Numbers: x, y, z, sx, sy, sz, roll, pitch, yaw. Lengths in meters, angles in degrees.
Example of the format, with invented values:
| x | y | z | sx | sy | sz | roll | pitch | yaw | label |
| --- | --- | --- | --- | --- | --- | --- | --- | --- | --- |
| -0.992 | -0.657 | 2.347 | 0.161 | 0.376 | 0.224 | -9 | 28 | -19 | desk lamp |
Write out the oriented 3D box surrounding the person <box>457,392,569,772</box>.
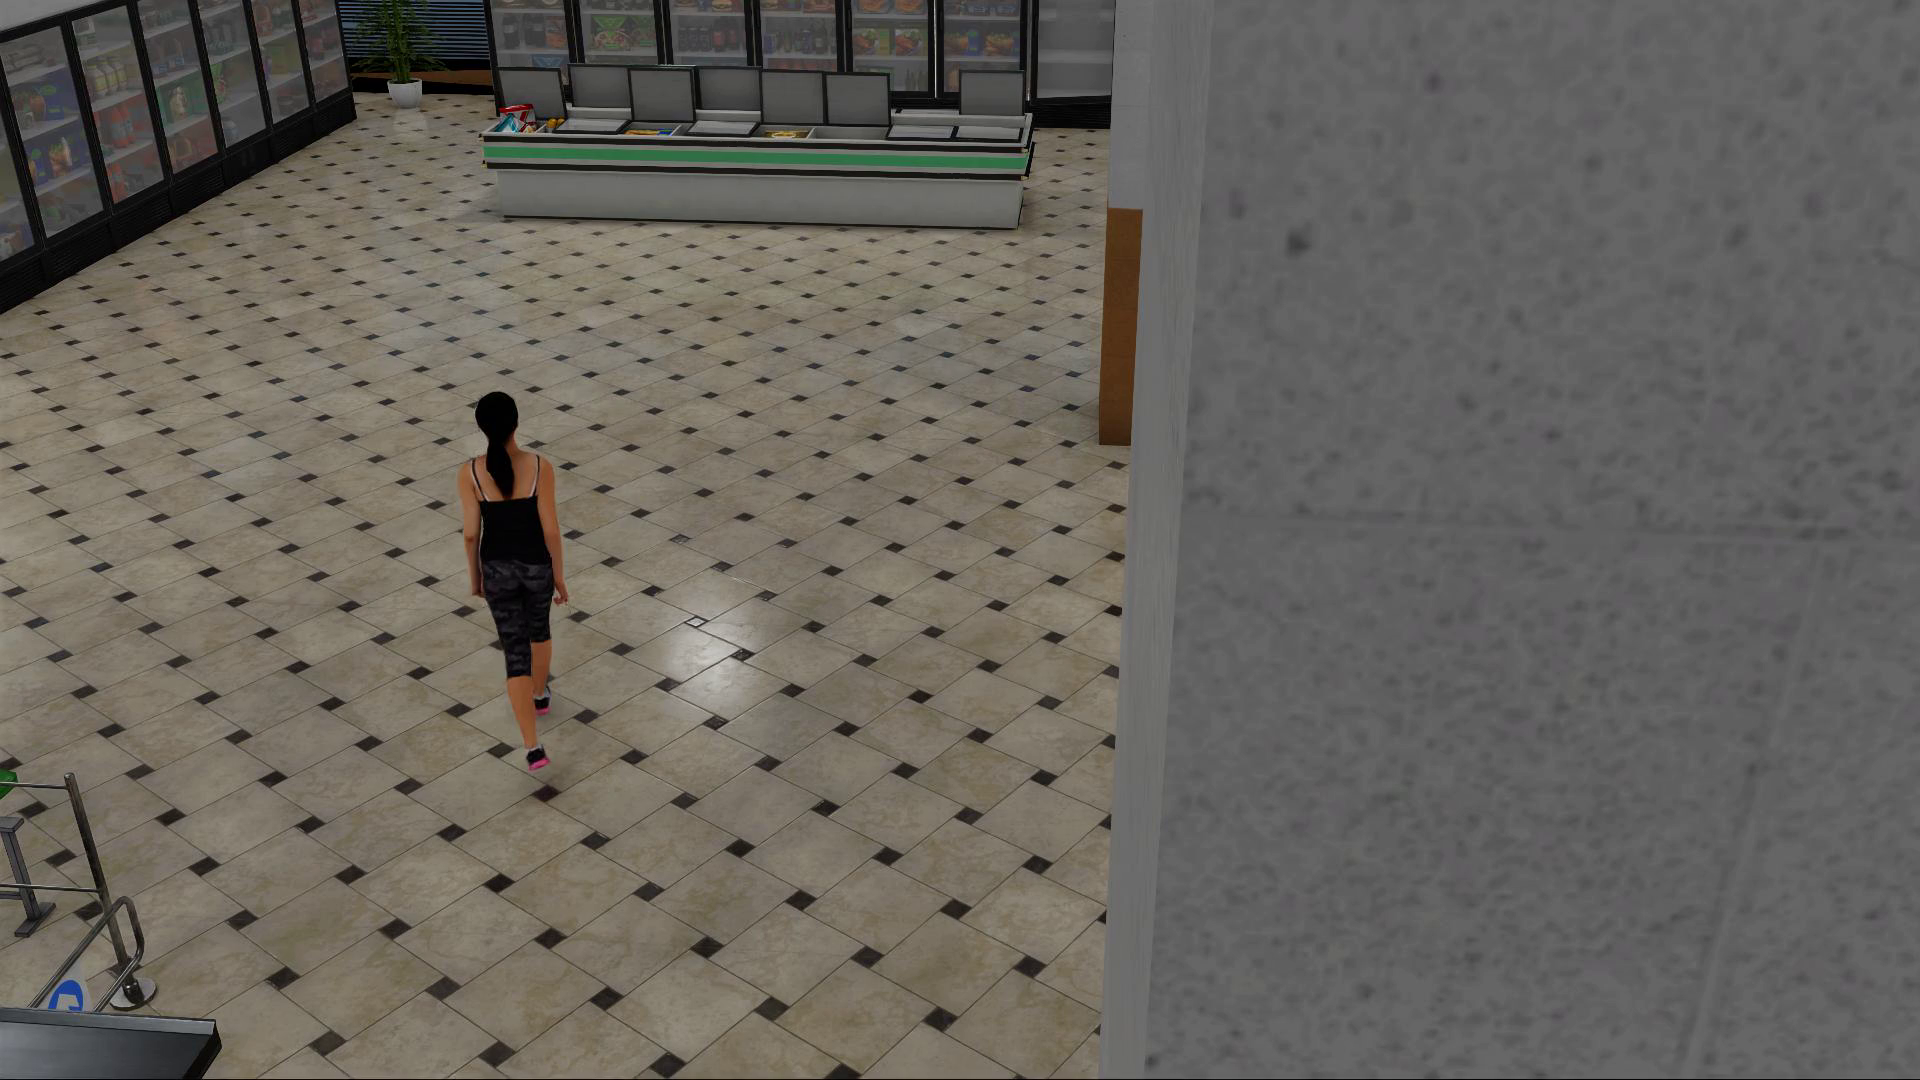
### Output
| x | y | z | sx | sy | sz | roll | pitch | yaw | label |
| --- | --- | --- | --- | --- | --- | --- | --- | --- | --- |
| -1.931 | 0.218 | 7.265 | 1.127 | 1.687 | 0.896 | -7 | 28 | -13 | person |
